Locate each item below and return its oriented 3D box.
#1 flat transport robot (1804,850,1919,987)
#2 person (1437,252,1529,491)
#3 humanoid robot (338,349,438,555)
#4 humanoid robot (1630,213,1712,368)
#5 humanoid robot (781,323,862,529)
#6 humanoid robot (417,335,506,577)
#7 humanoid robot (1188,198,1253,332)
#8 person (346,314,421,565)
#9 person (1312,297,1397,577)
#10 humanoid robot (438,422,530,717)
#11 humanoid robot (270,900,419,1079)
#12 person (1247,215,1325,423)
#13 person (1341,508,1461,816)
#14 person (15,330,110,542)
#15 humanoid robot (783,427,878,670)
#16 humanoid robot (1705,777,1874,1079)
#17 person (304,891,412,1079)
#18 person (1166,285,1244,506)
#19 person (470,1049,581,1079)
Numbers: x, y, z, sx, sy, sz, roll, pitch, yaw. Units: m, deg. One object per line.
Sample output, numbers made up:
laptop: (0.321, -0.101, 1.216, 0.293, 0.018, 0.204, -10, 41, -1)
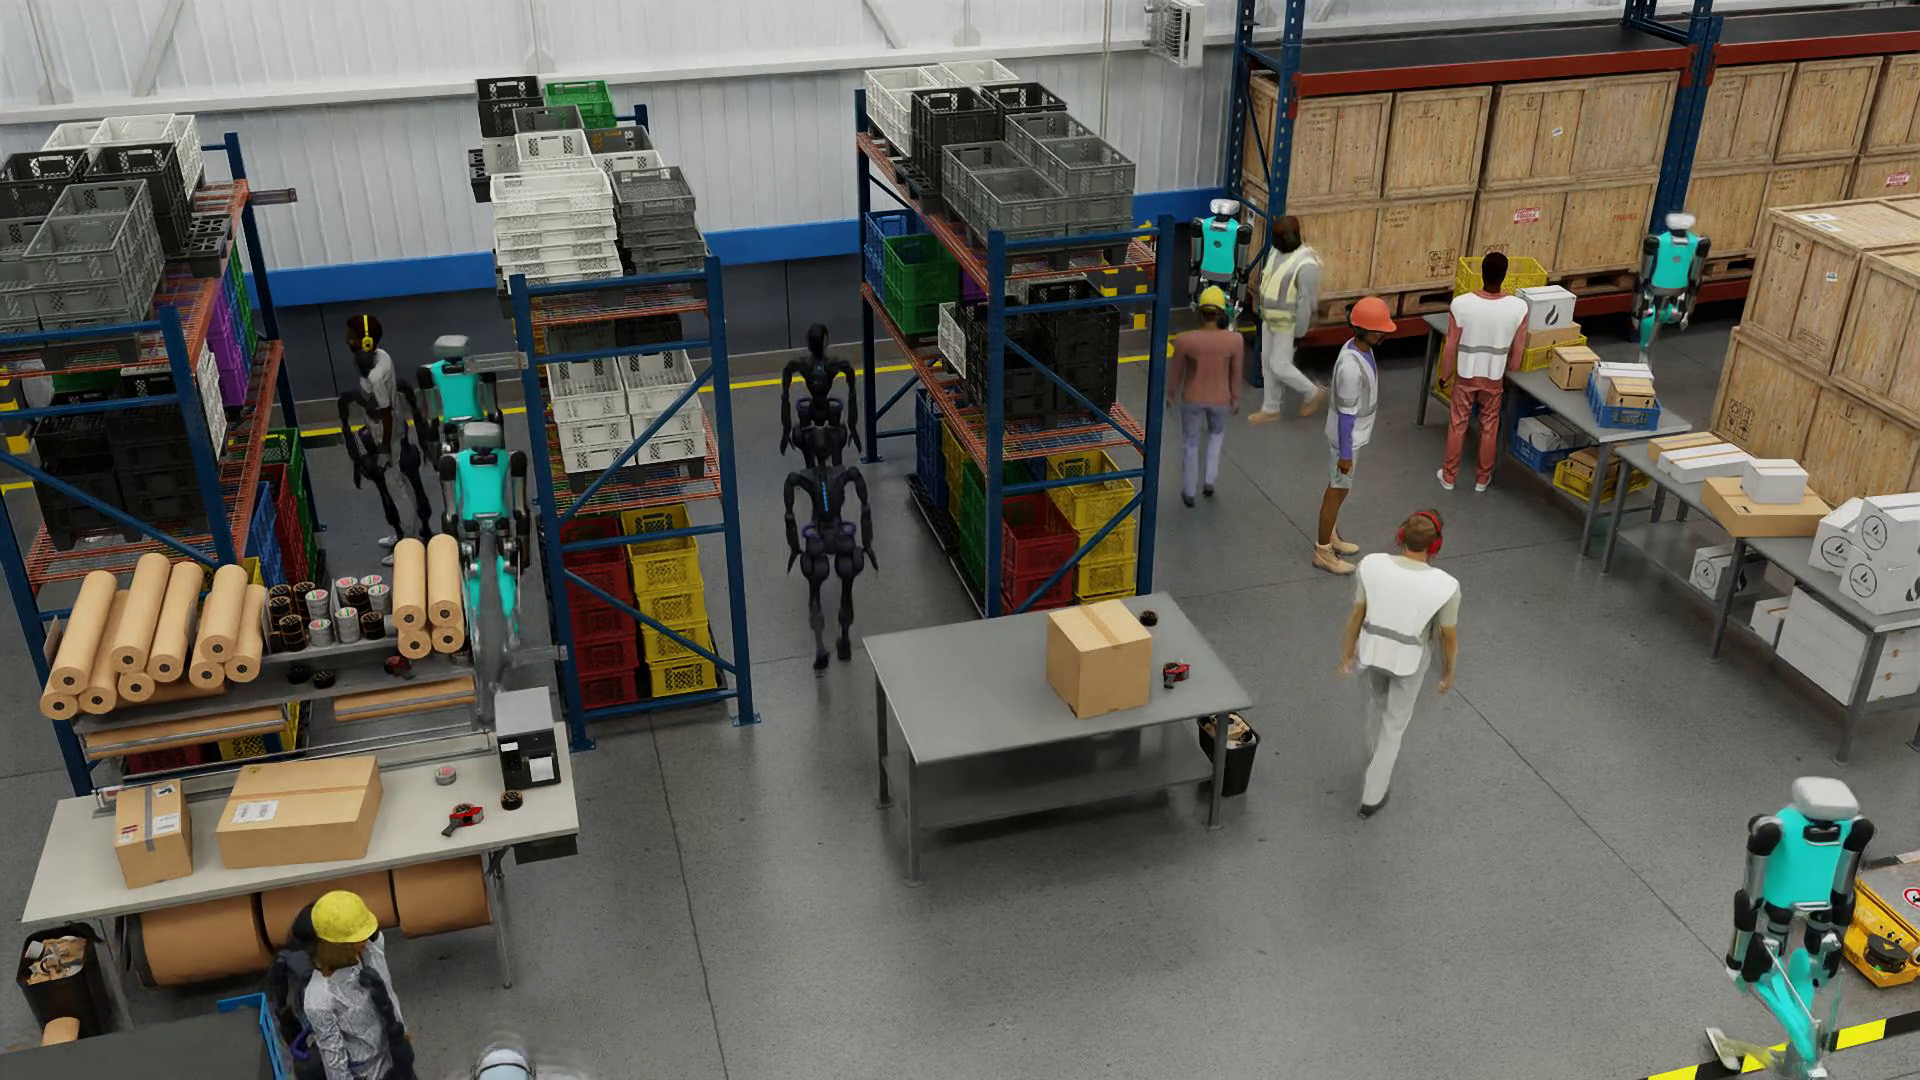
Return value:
flat transport robot: (5.163, 1.916, 8.676, 1.431, 0.231, 0.659, -8, 30, -14)
person: (3.987, -1.270, 12.766, 0.588, 1.914, 0.393, 6, 29, 10)
humanoid robot: (-4.060, -0.639, 11.865, 0.596, 1.638, 0.423, -13, 31, -22)
humanoid robot: (6.052, -2.071, 14.465, 0.536, 1.766, 1.029, 5, 29, 9)
humanoid robot: (-1.021, -0.803, 12.173, 0.599, 1.634, 0.661, -2, 29, -4)
humanoid robot: (-3.404, -0.490, 11.520, 0.531, 1.747, 0.773, -6, 29, -11)
humanoid robot: (2.305, -2.232, 14.559, 0.533, 1.677, 0.735, 12, 31, 20)
person: (-4.100, -0.721, 11.806, 0.329, 1.876, 0.509, -10, 30, -17)
person: (2.763, -0.737, 11.664, 0.391, 2.040, 0.613, 9, 30, 16)
humanoid robot: (-2.876, 0.250, 10.271, 0.628, 1.846, 0.834, -10, 30, -18)
humanoid robot: (-2.491, 2.136, 6.802, 0.609, 1.650, 0.334, 7, 30, 12)
person: (2.745, -1.828, 13.895, 0.533, 1.810, 0.641, -9, 30, -16)
person: (2.514, 0.635, 9.401, 0.594, 1.807, 0.869, 18, 34, 30)
person: (-6.578, -0.864, 12.074, 0.506, 1.870, 0.329, 7, 29, 12)
humanoid robot: (-0.808, 0.088, 10.534, 0.586, 1.641, 0.505, -3, 29, -5)
humanoid robot: (3.672, 1.940, 7.180, 0.532, 1.756, 1.067, -3, 29, -5)
person: (-2.388, 2.120, 6.772, 0.295, 1.743, 0.487, 5, 29, 9)
person: (1.841, -1.104, 12.628, 0.557, 1.746, 0.464, 1, 29, 2)
person: (-1.591, 2.446, 6.184, 0.602, 1.744, 1.120, -2, 29, -3)
